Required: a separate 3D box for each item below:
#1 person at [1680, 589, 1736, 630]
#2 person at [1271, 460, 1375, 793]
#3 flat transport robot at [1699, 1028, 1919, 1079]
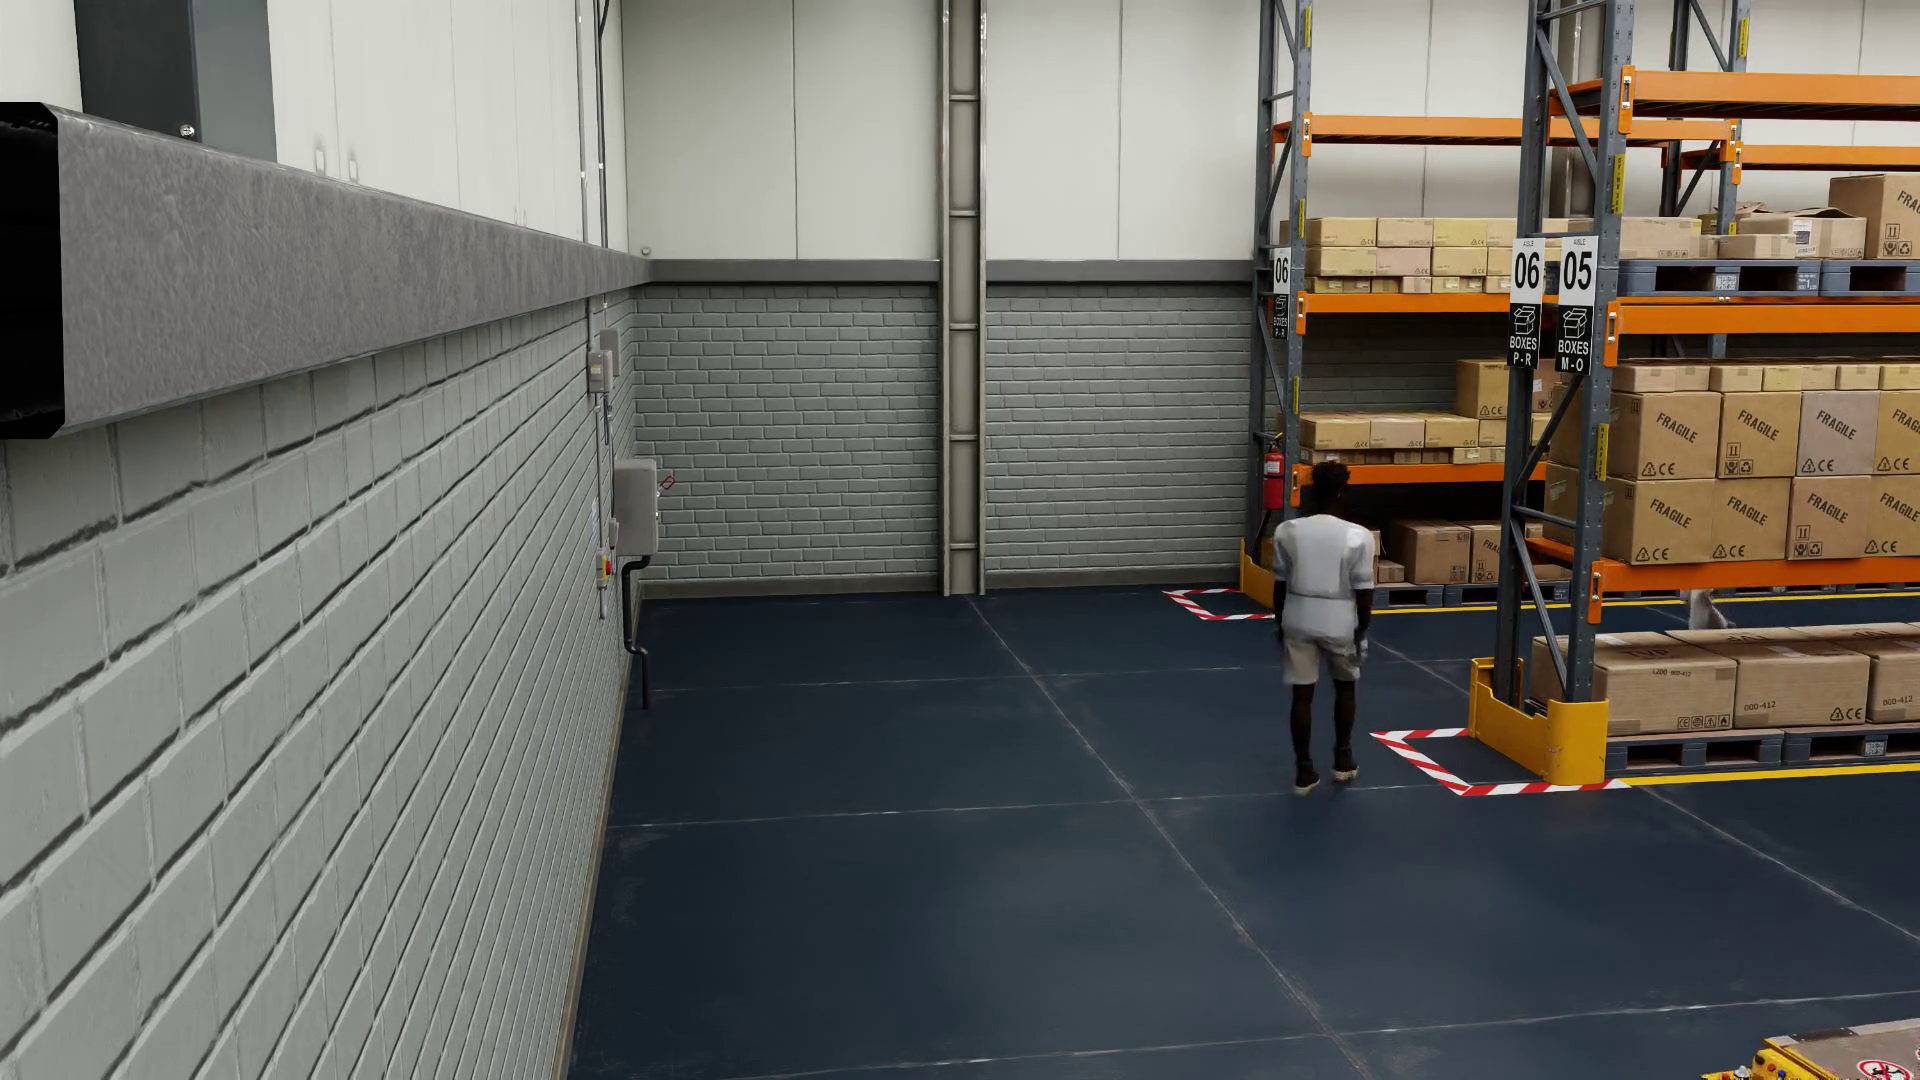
[{"bbox_3d":[5.703,0.071,12.648,0.816,1.857,0.582,-5,11,-29],"label":"person"},{"bbox_3d":[2.141,0.489,9.796,0.610,1.942,0.731,4,10,21],"label":"person"},{"bbox_3d":[3.459,1.951,5.907,1.431,0.197,0.652,-2,9,-14],"label":"flat transport robot"}]
